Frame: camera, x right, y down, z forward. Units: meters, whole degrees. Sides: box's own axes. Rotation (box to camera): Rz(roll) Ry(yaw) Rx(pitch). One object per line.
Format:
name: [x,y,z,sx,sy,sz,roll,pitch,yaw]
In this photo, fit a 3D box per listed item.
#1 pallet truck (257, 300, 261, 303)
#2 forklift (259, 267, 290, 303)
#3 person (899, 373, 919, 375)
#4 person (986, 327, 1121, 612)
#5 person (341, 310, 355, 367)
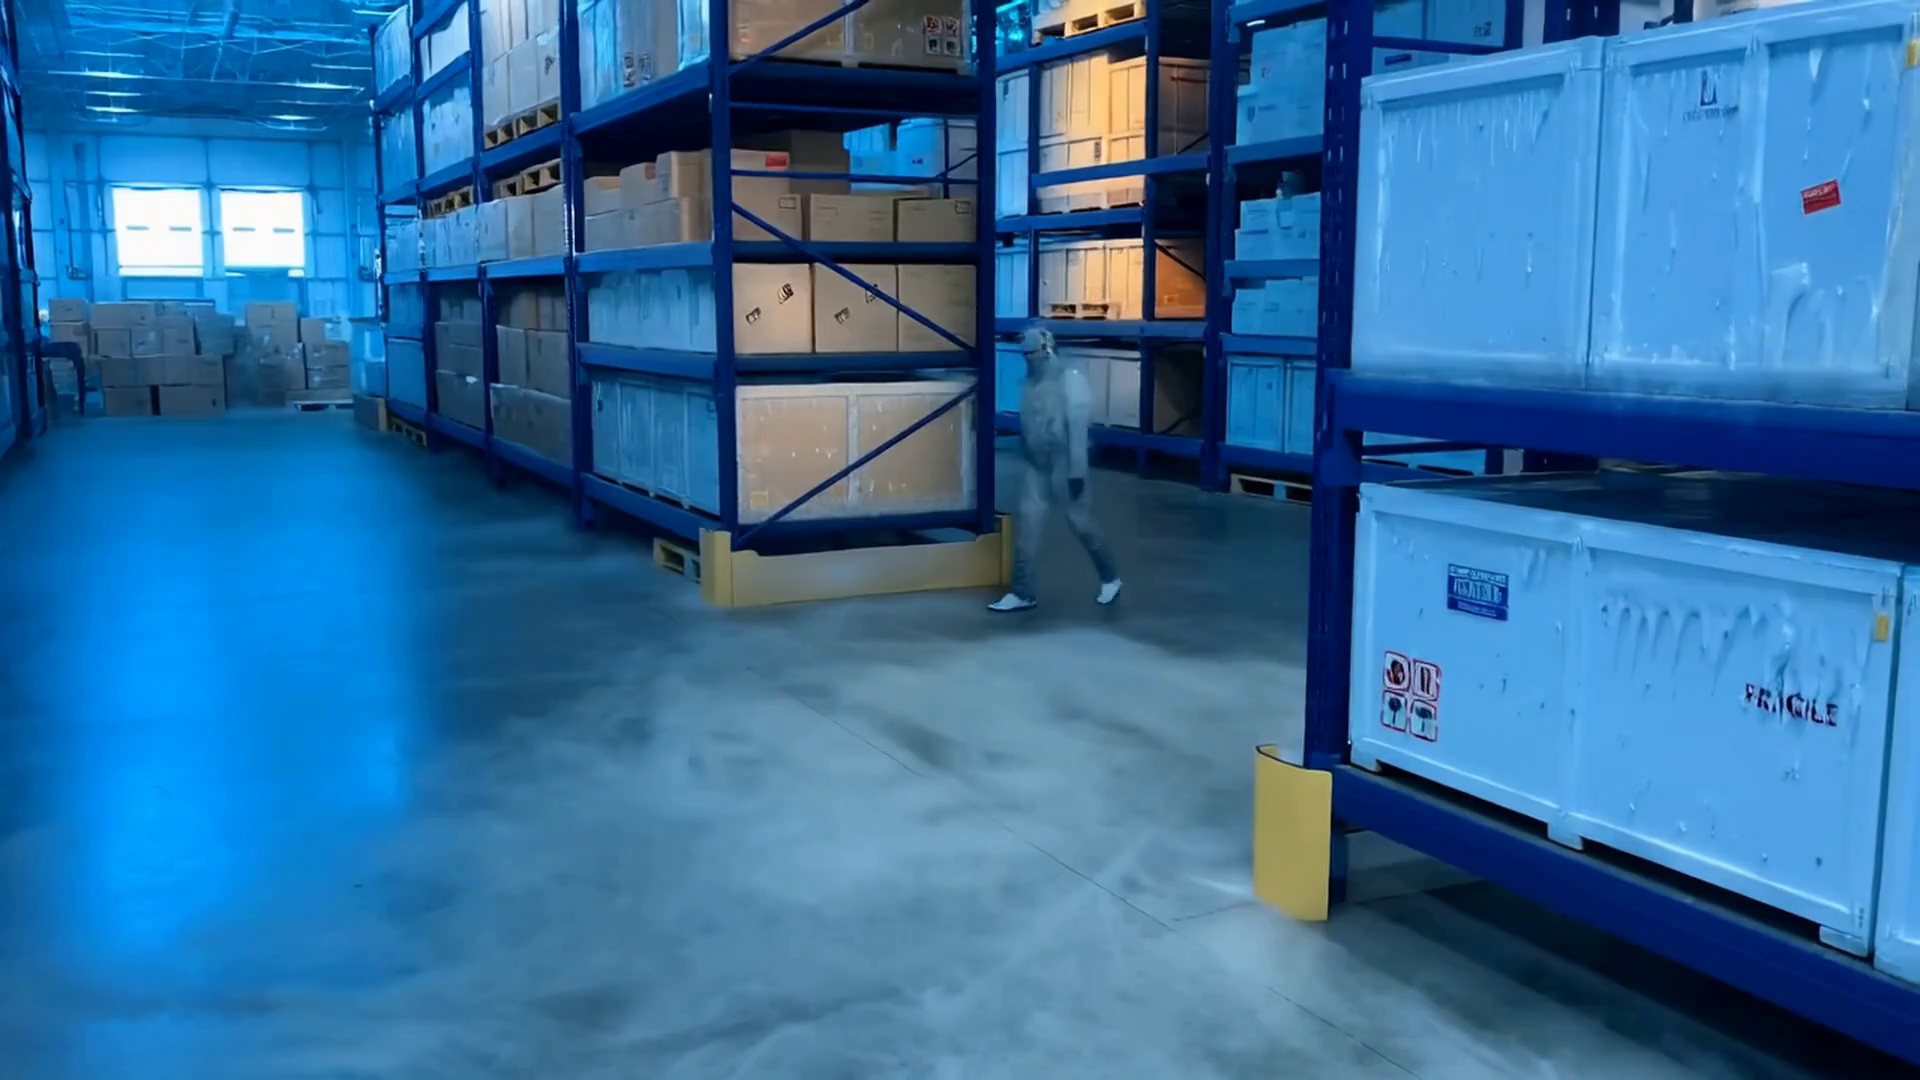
pallet truck: [-23.913,-7.404,58.171,1.885,1.965,0.823,-1,8,-9]
forklift: [-17.328,-5.529,42.212,1.129,2.768,1.873,6,10,38]
person: [-0.579,-1.072,15.531,0.538,1.700,0.317,5,10,30]
person: [0.666,-0.469,10.883,1.011,1.849,0.703,-6,10,-37]
person: [-18.217,-5.999,49.534,0.412,1.683,0.560,-3,9,-23]
